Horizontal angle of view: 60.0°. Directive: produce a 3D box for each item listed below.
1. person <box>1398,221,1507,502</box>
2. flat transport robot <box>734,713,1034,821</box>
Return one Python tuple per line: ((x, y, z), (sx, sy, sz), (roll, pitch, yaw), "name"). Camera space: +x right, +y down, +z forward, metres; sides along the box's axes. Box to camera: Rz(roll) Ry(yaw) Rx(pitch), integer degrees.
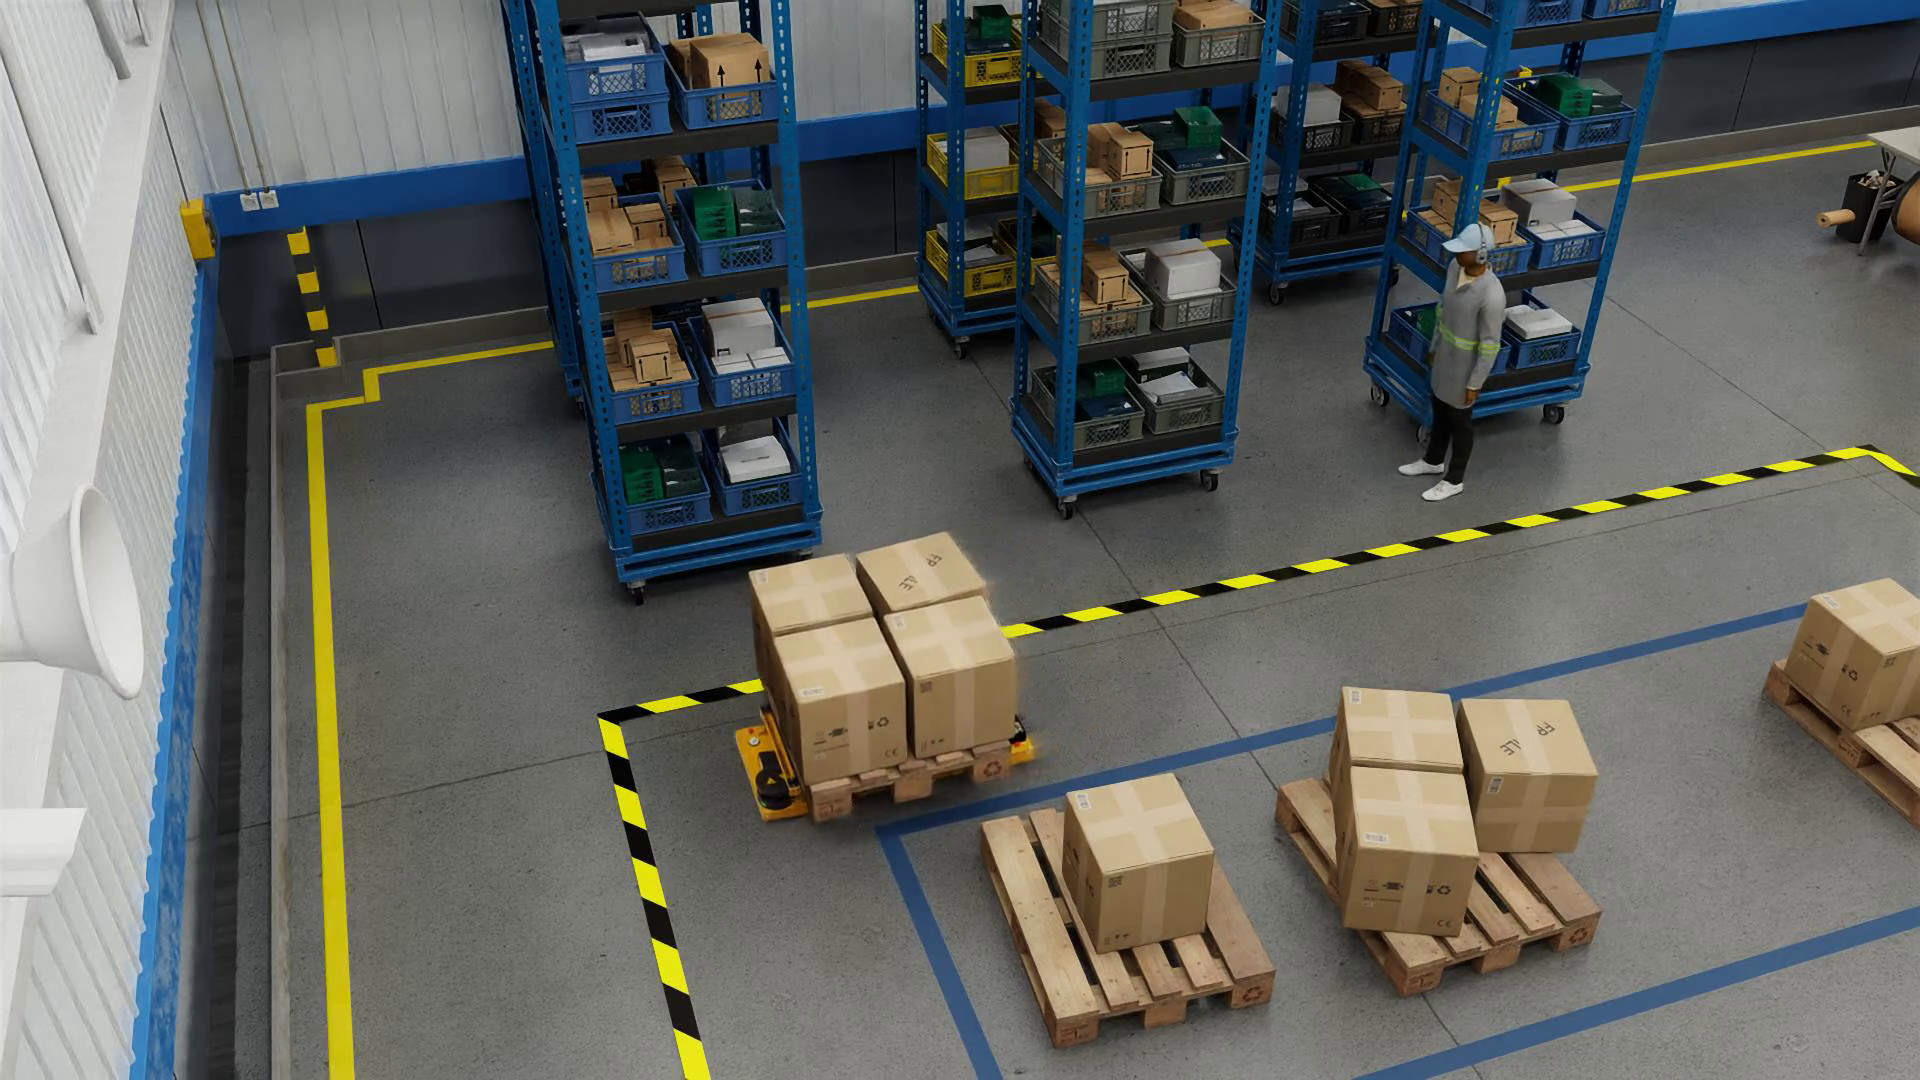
((3.037, -1.093, 10.232), (0.400, 1.851, 0.591), (-7, 36, -10), "person")
((-0.399, 1.012, 8.596), (1.431, 0.197, 0.652), (-11, 37, -15), "flat transport robot")
